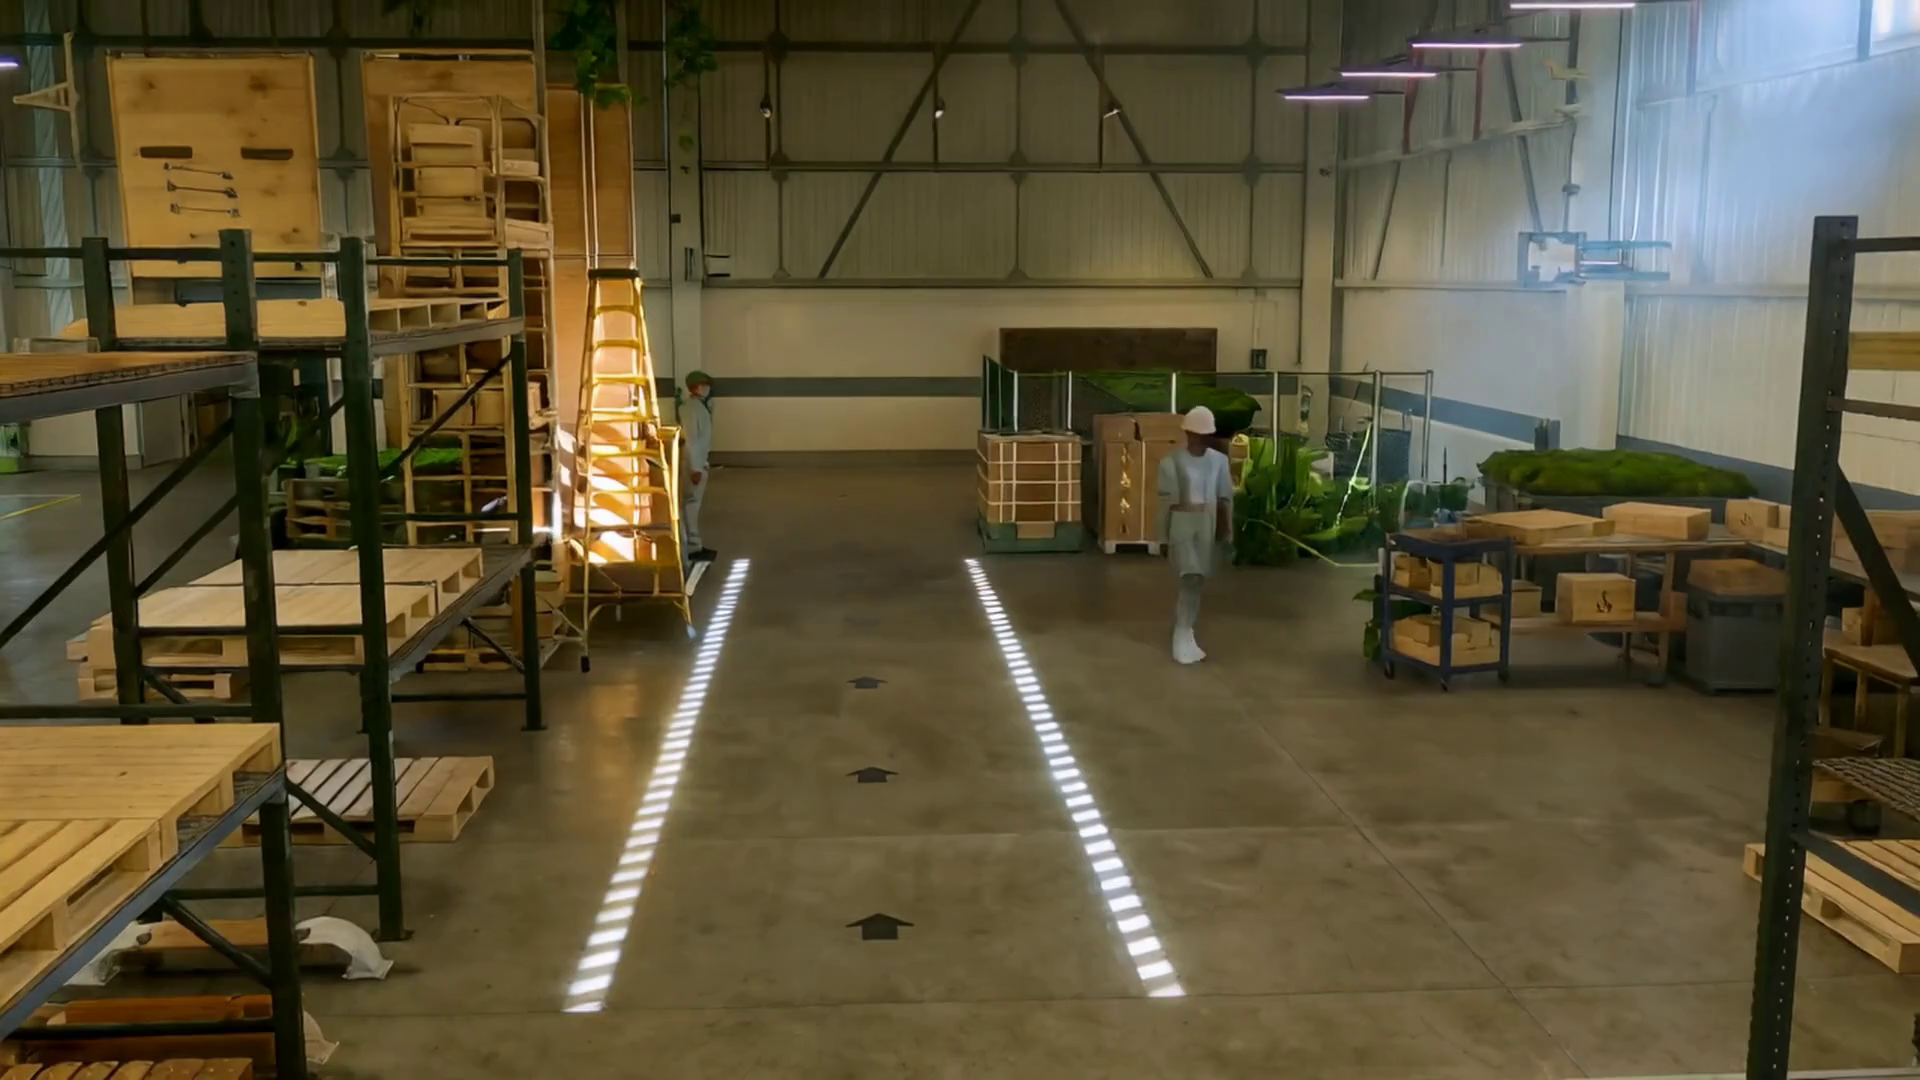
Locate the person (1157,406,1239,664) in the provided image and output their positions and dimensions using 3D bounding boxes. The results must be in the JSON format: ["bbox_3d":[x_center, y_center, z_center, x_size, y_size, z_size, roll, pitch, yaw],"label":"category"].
[{"bbox_3d":[1.781,-0.034,12.380,0.565,1.915,0.624,-5,10,-27],"label":"person"}]

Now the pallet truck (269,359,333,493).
[{"bbox_3d":[-7.062,-1.131,18.996,1.885,1.965,0.823,2,9,13],"label":"pallet truck"}]

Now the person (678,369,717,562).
[{"bbox_3d":[-2.660,-0.757,16.829,0.372,1.940,0.627,-1,9,-3],"label":"person"}]
